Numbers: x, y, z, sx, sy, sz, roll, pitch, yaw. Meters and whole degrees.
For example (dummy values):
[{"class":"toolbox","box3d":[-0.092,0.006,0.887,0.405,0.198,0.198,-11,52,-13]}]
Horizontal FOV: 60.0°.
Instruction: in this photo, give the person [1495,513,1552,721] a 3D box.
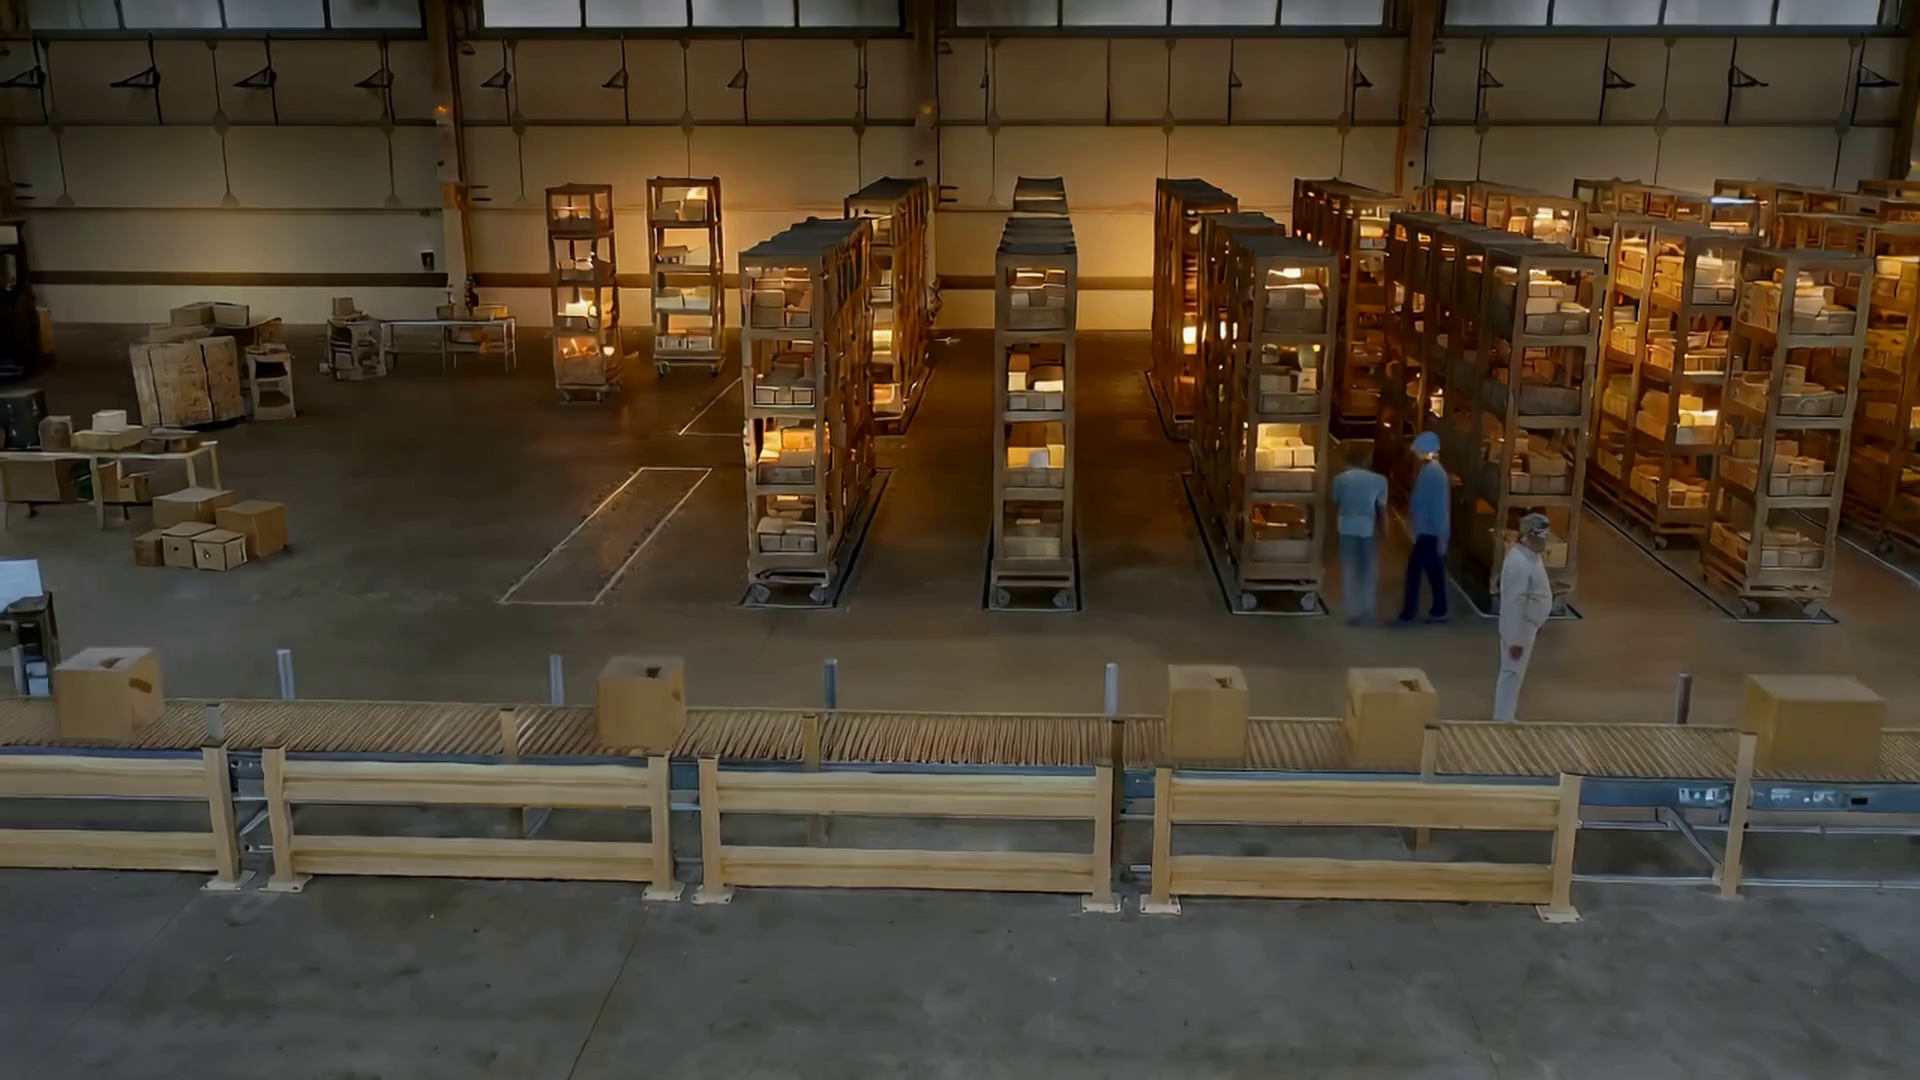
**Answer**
[{"class":"person","box3d":[4.502,0.709,13.297,0.405,1.905,0.650,6,16,22]}]

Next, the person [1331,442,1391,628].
[{"class":"person","box3d":[3.952,-0.064,16.351,0.638,1.805,0.676,7,16,24]}]

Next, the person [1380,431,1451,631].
[{"class":"person","box3d":[4.433,-0.094,16.154,0.842,1.957,0.636,0,15,1]}]

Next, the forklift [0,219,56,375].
[{"class":"forklift","box3d":[-17.840,-4.572,31.055,1.129,2.768,1.873,-4,16,-16]}]
